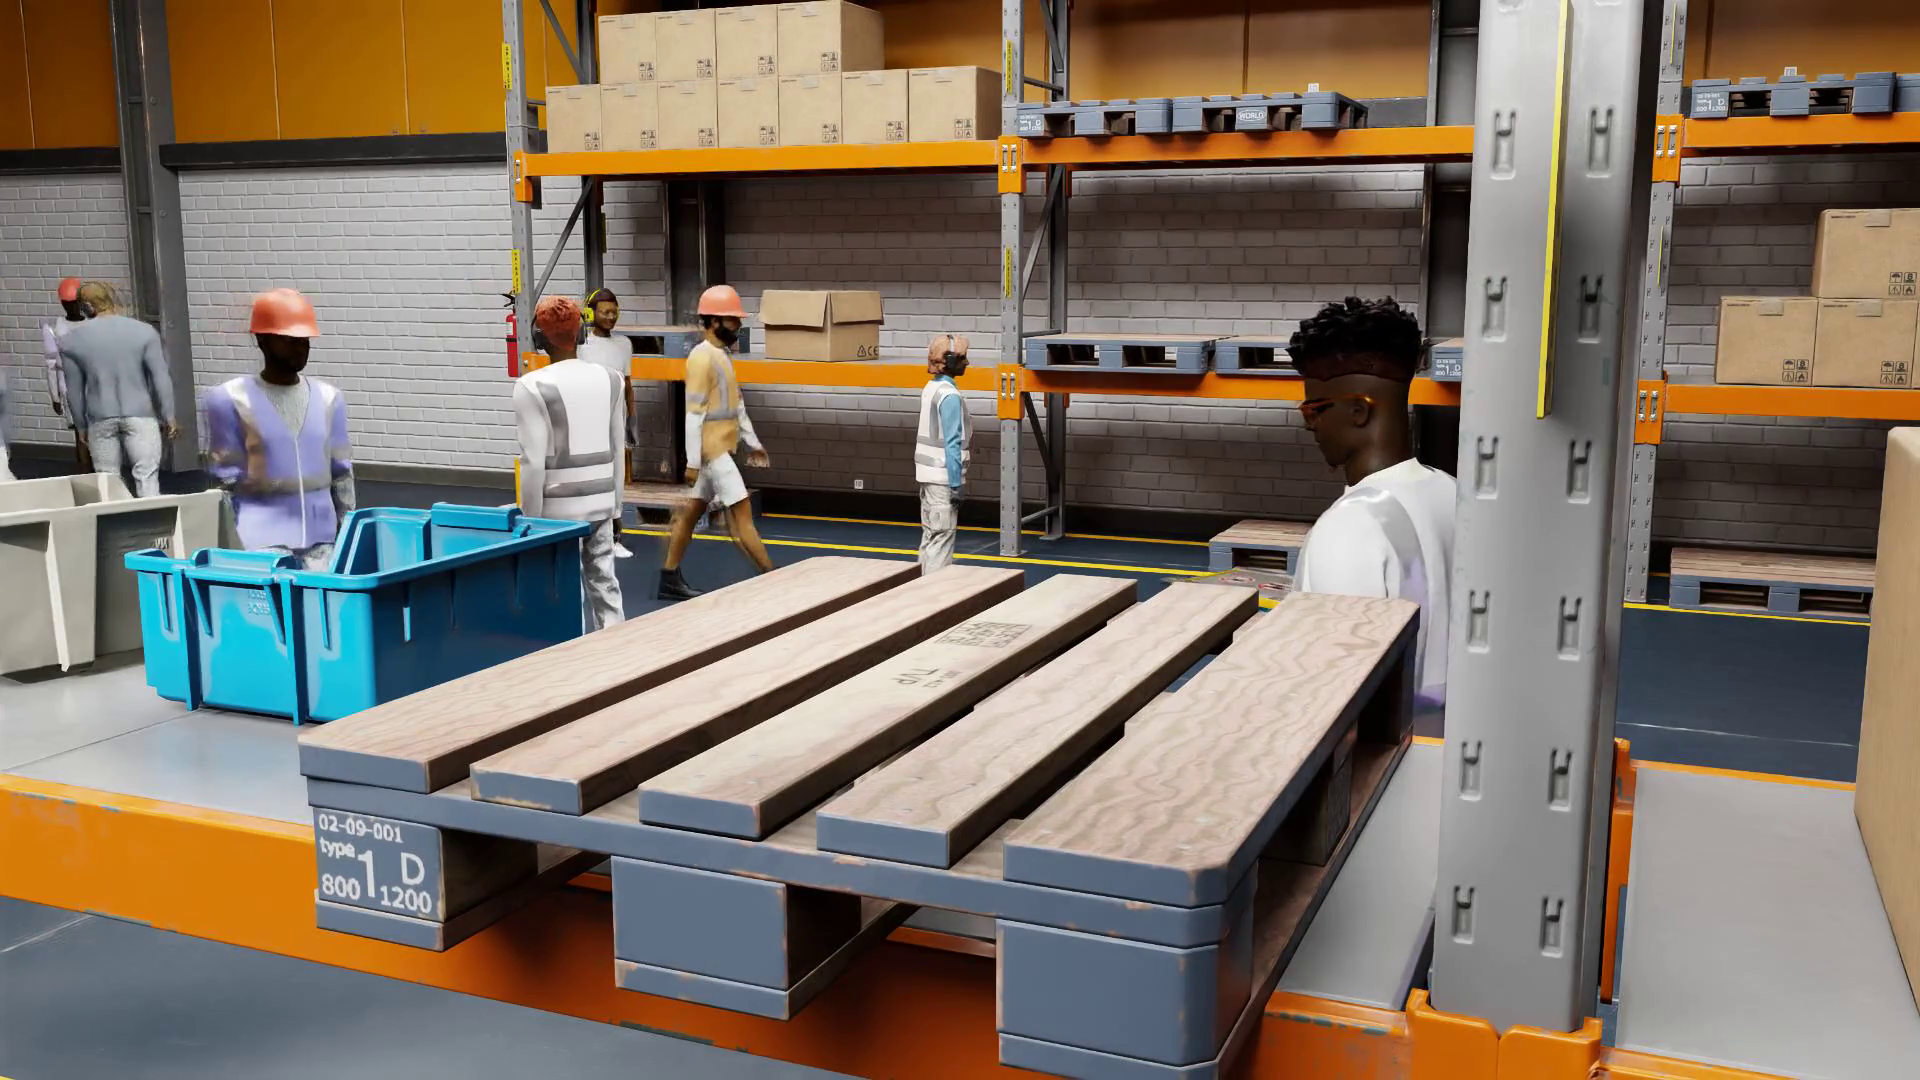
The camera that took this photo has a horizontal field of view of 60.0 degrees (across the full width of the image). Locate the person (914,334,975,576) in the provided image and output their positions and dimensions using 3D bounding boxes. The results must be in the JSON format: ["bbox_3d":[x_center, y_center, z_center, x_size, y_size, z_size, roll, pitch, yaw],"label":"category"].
[{"bbox_3d":[-0.090,-0.318,9.212,0.316,1.629,0.510,-2,10,-14],"label":"person"}]

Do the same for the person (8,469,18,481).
[{"bbox_3d":[-7.884,-1.100,13.150,0.974,1.886,0.603,-2,10,-13],"label":"person"}]

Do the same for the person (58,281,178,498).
[{"bbox_3d":[-5.636,-0.792,11.290,0.780,1.904,0.381,-3,10,-15],"label":"person"}]

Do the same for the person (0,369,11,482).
[{"bbox_3d":[-6.454,-0.596,10.959,0.763,1.596,0.494,8,12,40],"label":"person"}]

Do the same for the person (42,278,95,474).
[{"bbox_3d":[-7.614,-1.321,14.424,0.549,1.900,0.961,-7,12,-38],"label":"person"}]

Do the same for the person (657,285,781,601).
[{"bbox_3d":[-1.353,-0.547,9.800,1.024,1.877,0.555,0,9,1],"label":"person"}]

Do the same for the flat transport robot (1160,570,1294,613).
[{"bbox_3d":[1.823,0.361,9.200,0.652,0.197,1.431,-8,13,-41],"label":"flat transport robot"}]

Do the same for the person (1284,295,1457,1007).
[{"bbox_3d":[0.801,0.501,3.317,0.375,1.959,0.603,6,11,32],"label":"person"}]

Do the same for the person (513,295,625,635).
[{"bbox_3d":[-1.680,-0.108,7.191,0.361,1.882,0.575,7,12,35],"label":"person"}]

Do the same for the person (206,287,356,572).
[{"bbox_3d":[-2.616,-0.009,6.467,0.465,1.926,0.568,8,13,41],"label":"person"}]

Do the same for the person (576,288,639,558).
[{"bbox_3d":[-2.476,-0.803,11.466,0.529,1.855,0.508,9,13,44],"label":"person"}]
